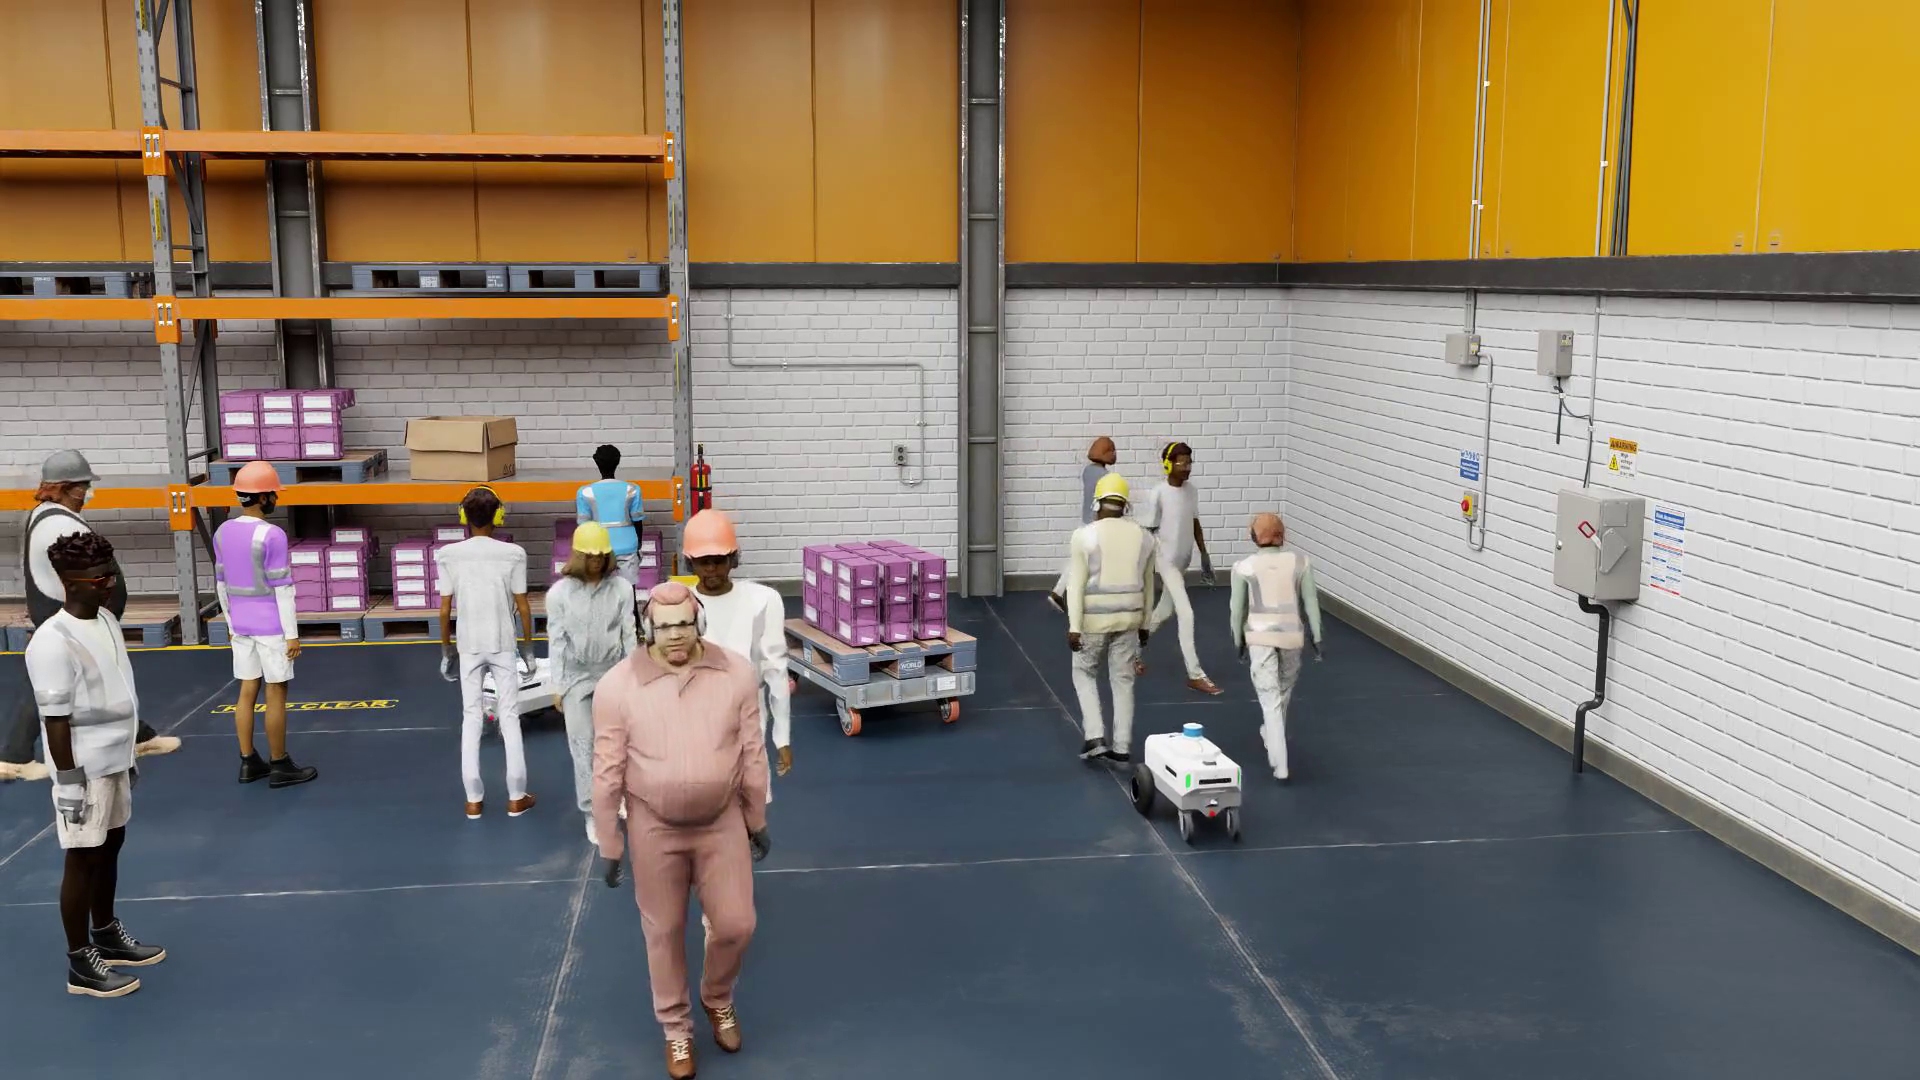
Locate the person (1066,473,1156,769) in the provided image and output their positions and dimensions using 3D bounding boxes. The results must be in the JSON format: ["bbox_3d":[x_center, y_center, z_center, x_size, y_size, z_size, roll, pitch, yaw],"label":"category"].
[{"bbox_3d":[0.926,0.496,10.270,0.619,1.799,0.532,-3,10,-18],"label":"person"}]

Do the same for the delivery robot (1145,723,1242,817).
[{"bbox_3d":[1.275,1.252,9.138,0.477,0.478,0.707,-2,9,-13],"label":"delivery robot"}]

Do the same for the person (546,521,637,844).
[{"bbox_3d":[-1.962,0.750,8.920,0.491,1.732,0.395,-4,10,-25],"label":"person"}]

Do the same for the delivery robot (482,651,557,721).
[{"bbox_3d":[-2.862,0.952,11.011,0.477,0.478,0.707,6,11,34],"label":"delivery robot"}]

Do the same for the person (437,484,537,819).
[{"bbox_3d":[-2.633,0.624,9.274,0.533,1.864,0.310,-1,9,-7],"label":"person"}]

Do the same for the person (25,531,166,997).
[{"bbox_3d":[-3.666,0.930,7.047,0.361,1.964,0.614,-1,9,-5],"label":"person"}]

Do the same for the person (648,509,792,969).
[{"bbox_3d":[-1.085,0.838,7.495,0.611,2.015,0.881,-3,9,-15],"label":"person"}]

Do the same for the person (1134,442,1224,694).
[{"bbox_3d":[1.547,0.169,12.265,0.995,1.824,0.516,8,12,42],"label":"person"}]

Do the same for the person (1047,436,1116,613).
[{"bbox_3d":[1.177,-0.132,14.821,0.809,1.601,0.512,-5,10,-27],"label":"person"}]

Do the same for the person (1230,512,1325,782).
[{"bbox_3d":[1.924,0.624,10.138,0.567,1.577,0.893,-1,9,-5],"label":"person"}]

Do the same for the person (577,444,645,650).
[{"bbox_3d":[-2.751,0.088,13.141,0.533,1.697,0.318,-3,10,-19],"label":"person"}]

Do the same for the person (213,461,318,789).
[{"bbox_3d":[-4.112,0.497,9.840,0.552,1.936,0.360,4,10,26],"label":"person"}]

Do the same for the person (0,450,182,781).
[{"bbox_3d":[-5.369,0.411,10.056,1.047,2.000,0.688,-6,11,-34],"label":"person"}]

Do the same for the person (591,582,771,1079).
[{"bbox_3d":[-1.044,1.090,6.270,0.683,1.893,0.432,-3,10,-18],"label":"person"}]
